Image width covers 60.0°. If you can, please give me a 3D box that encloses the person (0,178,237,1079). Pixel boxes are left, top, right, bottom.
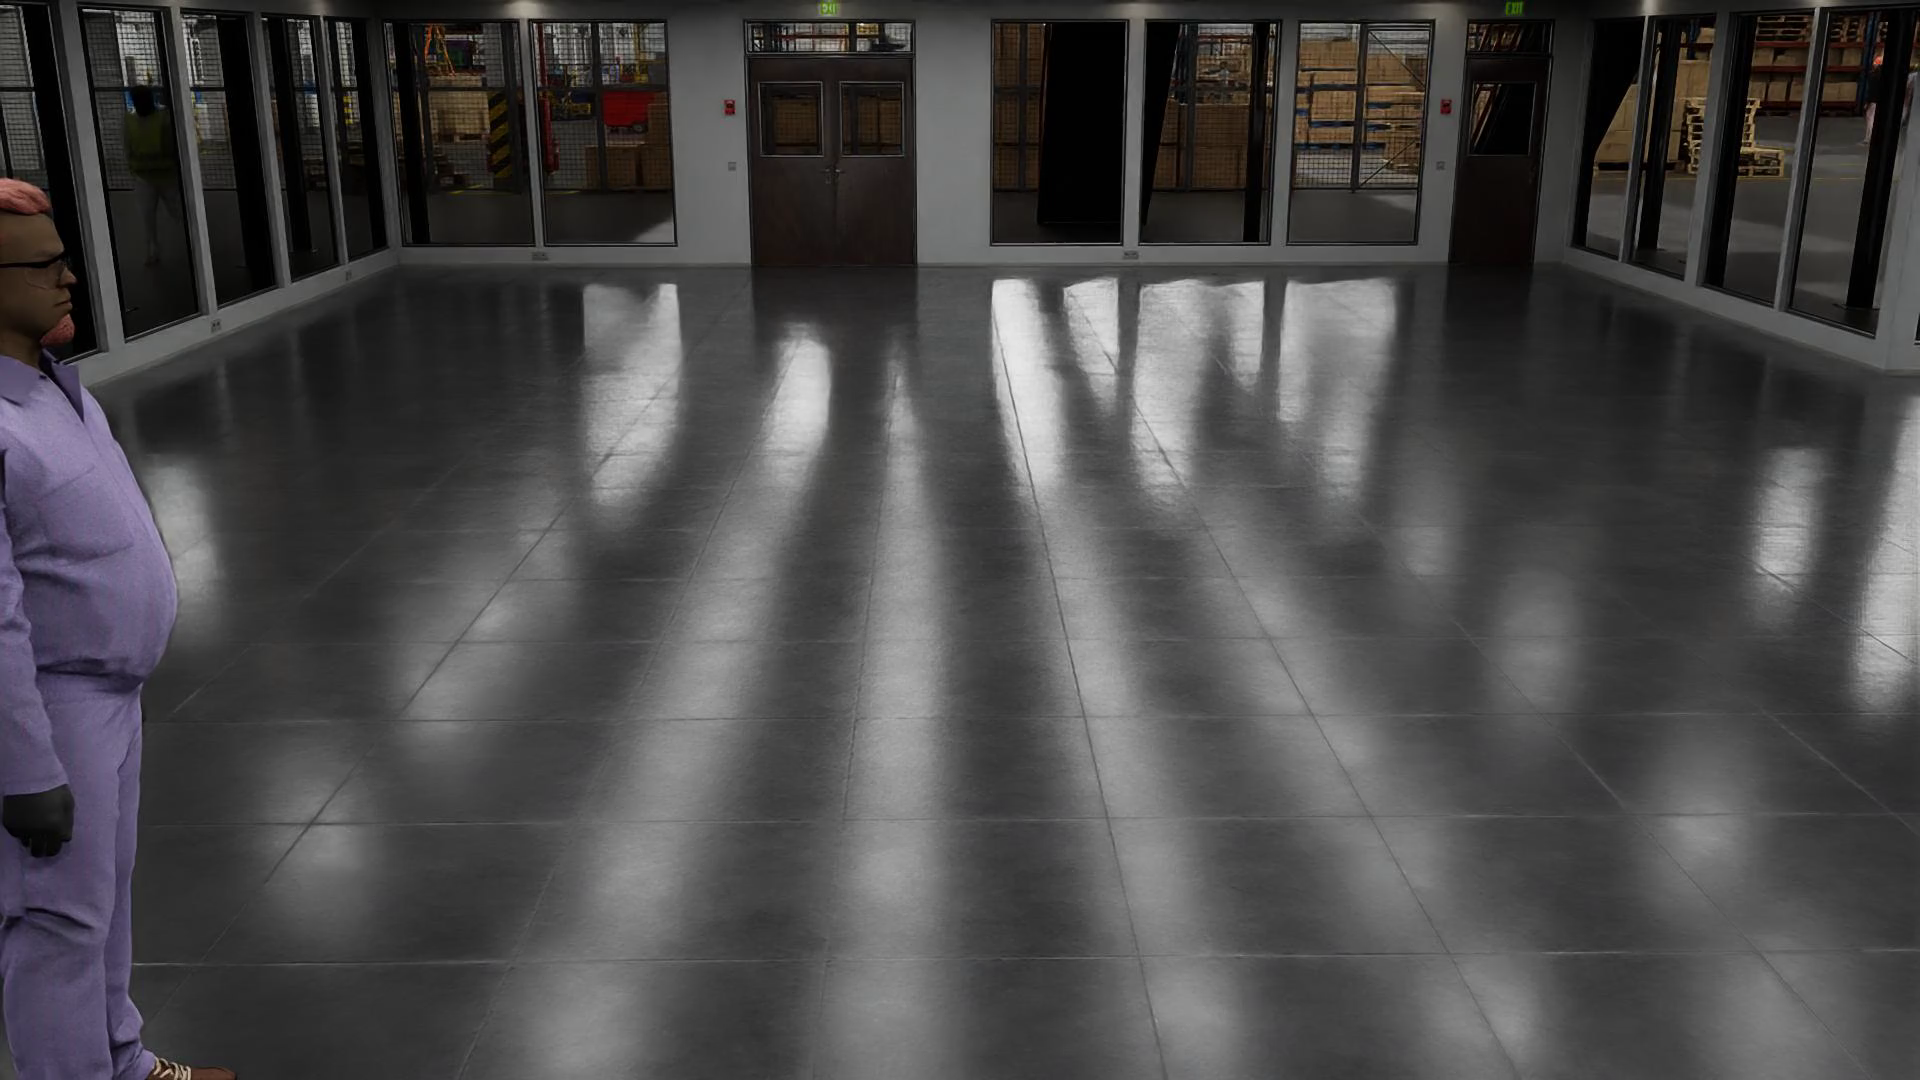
[{"bbox_3d":[-1.633,0.311,3.048,0.410,1.908,0.643,-5,17,-16],"label":"person"}]
